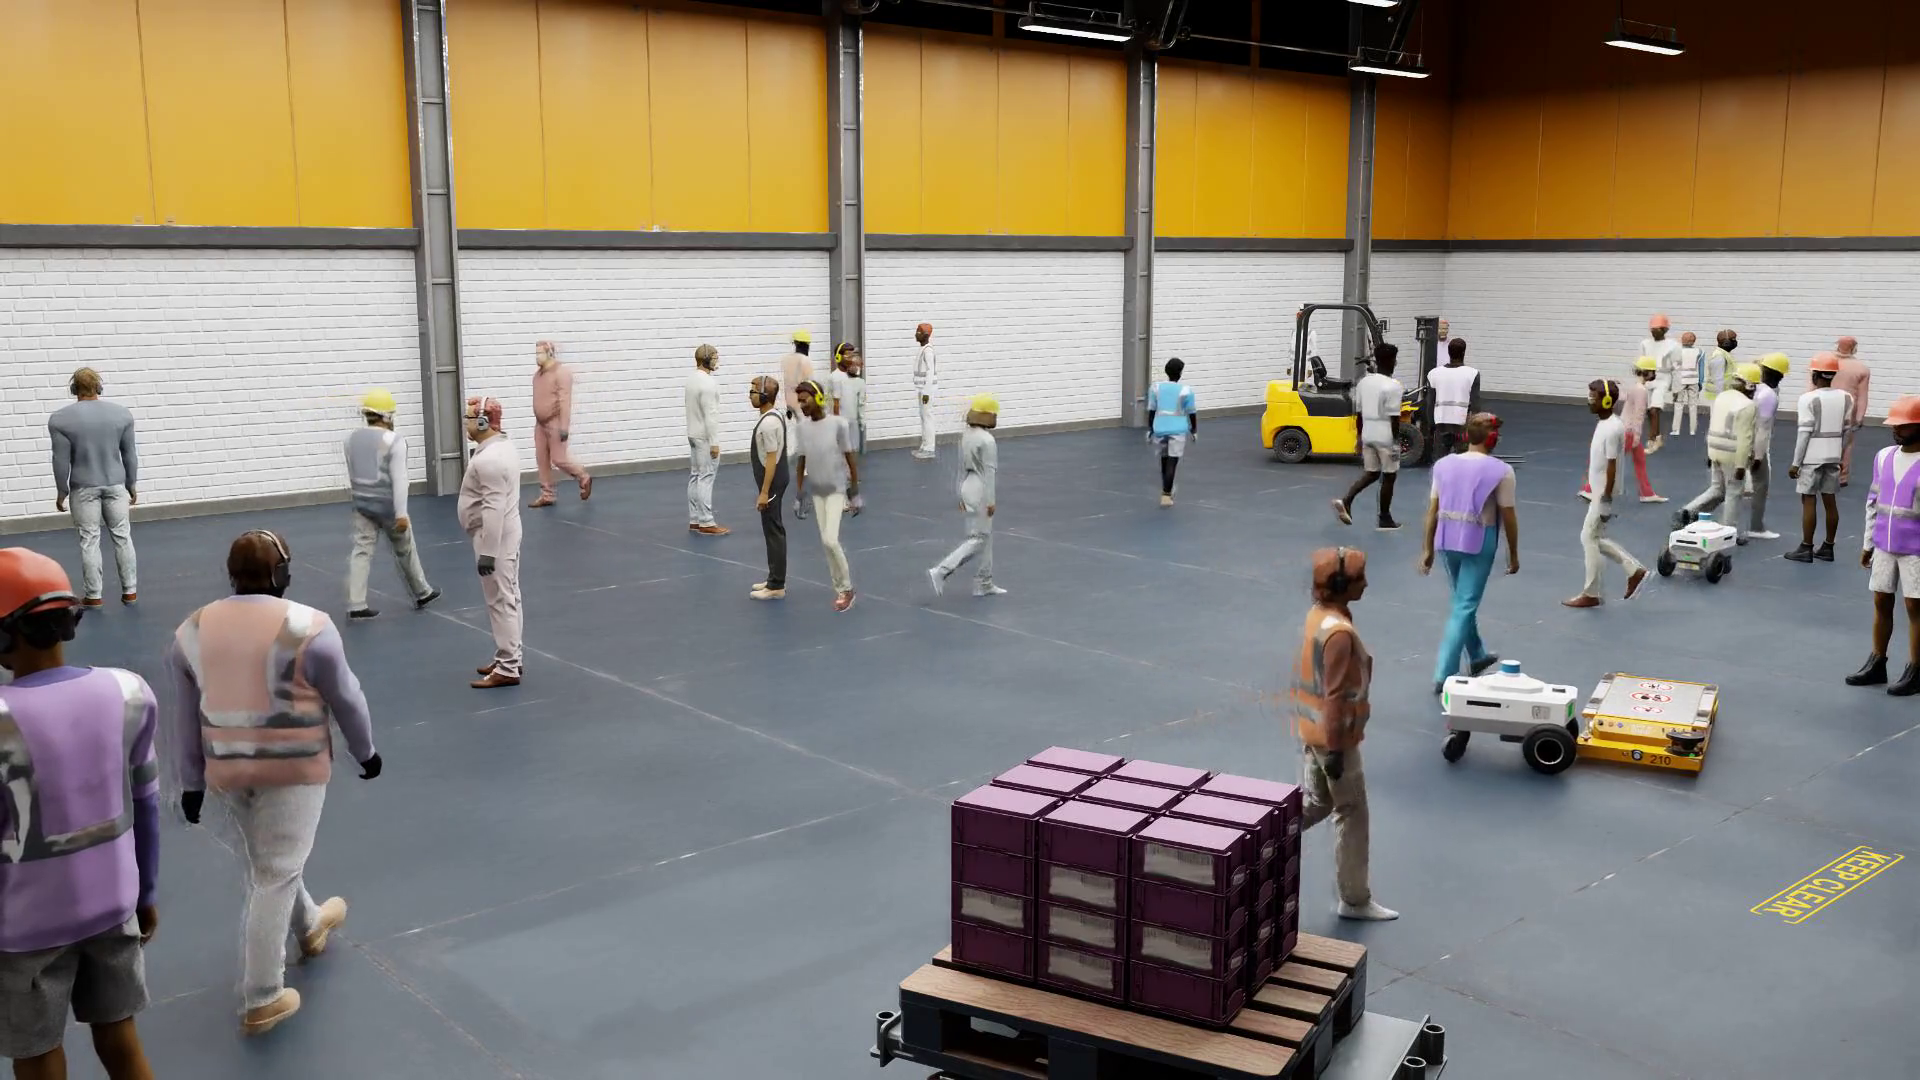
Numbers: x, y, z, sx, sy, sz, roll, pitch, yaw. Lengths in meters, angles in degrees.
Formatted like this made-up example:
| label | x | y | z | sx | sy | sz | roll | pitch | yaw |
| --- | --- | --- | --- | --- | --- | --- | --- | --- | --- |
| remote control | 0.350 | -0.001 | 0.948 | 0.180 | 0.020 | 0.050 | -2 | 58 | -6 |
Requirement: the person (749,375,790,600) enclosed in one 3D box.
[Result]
| label | x | y | z | sx | sy | sz | roll | pitch | yaw |
| --- | --- | --- | --- | --- | --- | --- | --- | --- | --- |
| person | -1.578 | -0.430 | 13.671 | 0.344 | 1.847 | 0.504 | 0 | 10 | 0 |

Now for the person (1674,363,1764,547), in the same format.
| label | x | y | z | sx | sy | sz | roll | pitch | yaw |
| --- | --- | --- | --- | --- | --- | --- | --- | --- | --- |
| person | 7.341 | -0.806 | 16.027 | 0.685 | 1.797 | 0.629 | -1 | 10 | -5 |

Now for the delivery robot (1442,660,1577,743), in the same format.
| label | x | y | z | sx | sy | sz | roll | pitch | yaw |
| --- | --- | --- | --- | --- | --- | --- | --- | --- | --- |
| delivery robot | 3.065 | 0.916 | 9.294 | 0.707 | 0.478 | 0.477 | 4 | 10 | 21 |

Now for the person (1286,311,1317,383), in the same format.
| label | x | y | z | sx | sy | sz | roll | pitch | yaw |
| --- | --- | --- | --- | --- | --- | --- | --- | --- | --- |
| person | 5.801 | -2.954 | 28.341 | 0.355 | 1.884 | 0.576 | -7 | 12 | -37 |

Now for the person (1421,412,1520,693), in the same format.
| label | x | y | z | sx | sy | sz | roll | pitch | yaw |
| --- | --- | --- | --- | --- | --- | --- | --- | --- | --- |
| person | 3.397 | 0.071 | 10.859 | 0.906 | 1.799 | 0.564 | -7 | 12 | -37 |

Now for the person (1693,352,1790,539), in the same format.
| label | x | y | z | sx | sy | sz | roll | pitch | yaw |
| --- | --- | --- | --- | --- | --- | --- | --- | --- | --- |
| person | 7.761 | -0.932 | 16.488 | 0.800 | 1.883 | 0.671 | -1 | 10 | -4 |

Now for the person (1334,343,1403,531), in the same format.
| label | x | y | z | sx | sy | sz | roll | pitch | yaw |
| --- | --- | --- | --- | --- | --- | --- | --- | --- | --- |
| person | 4.233 | -1.042 | 16.967 | 0.679 | 1.946 | 0.611 | -5 | 11 | -25 |

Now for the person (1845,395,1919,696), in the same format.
| label | x | y | z | sx | sy | sz | roll | pitch | yaw |
| --- | --- | --- | --- | --- | --- | --- | --- | --- | --- |
| person | 6.046 | 0.034 | 10.691 | 0.374 | 1.935 | 0.552 | -4 | 11 | -24 |

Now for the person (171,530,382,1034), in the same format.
| label | x | y | z | sx | sy | sz | roll | pitch | yaw |
| --- | --- | --- | --- | --- | --- | --- | --- | --- | --- |
| person | -2.553 | 0.850 | 6.319 | 0.622 | 1.792 | 0.965 | 2 | 10 | 11 |

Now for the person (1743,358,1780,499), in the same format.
| label | x | y | z | sx | sy | sz | roll | pitch | yaw |
| --- | --- | --- | --- | --- | --- | --- | --- | --- | --- |
| person | 9.258 | -1.291 | 19.336 | 0.506 | 1.632 | 0.265 | -2 | 10 | -13 |

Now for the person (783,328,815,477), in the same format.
| label | x | y | z | sx | sy | sz | roll | pitch | yaw |
| --- | --- | --- | --- | --- | --- | --- | --- | --- | --- |
| person | -2.066 | -1.725 | 21.066 | 0.672 | 1.905 | 0.590 | -7 | 12 | -34 |

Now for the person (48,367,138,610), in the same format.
| label | x | y | z | sx | sy | sz | roll | pitch | yaw |
| --- | --- | --- | --- | --- | --- | --- | --- | --- | --- |
| person | -6.896 | -0.407 | 13.288 | 0.627 | 1.933 | 0.373 | -8 | 12 | -39 |

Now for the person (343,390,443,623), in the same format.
| label | x | y | z | sx | sy | sz | roll | pitch | yaw |
| --- | --- | --- | --- | --- | --- | --- | --- | --- | --- |
| person | -4.477 | -0.278 | 12.964 | 0.619 | 1.780 | 0.917 | 4 | 10 | 22 |

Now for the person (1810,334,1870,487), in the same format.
| label | x | y | z | sx | sy | sz | roll | pitch | yaw |
| --- | --- | --- | --- | --- | --- | --- | --- | --- | --- |
| person | 10.586 | -1.539 | 20.078 | 0.650 | 1.878 | 0.811 | 6 | 12 | 33 |

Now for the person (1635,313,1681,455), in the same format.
| label | x | y | z | sx | sy | sz | roll | pitch | yaw |
| --- | --- | --- | --- | --- | --- | --- | --- | --- | --- |
| person | 9.969 | -2.233 | 23.796 | 0.713 | 2.036 | 0.623 | -7 | 12 | -35 |

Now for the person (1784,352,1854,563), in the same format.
| label | x | y | z | sx | sy | sz | roll | pitch | yaw |
| --- | --- | --- | --- | --- | --- | --- | --- | --- | --- |
| person | 7.894 | -0.756 | 15.310 | 0.542 | 1.939 | 0.364 | -2 | 10 | -13 |

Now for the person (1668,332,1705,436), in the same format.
| label | x | y | z | sx | sy | sz | roll | pitch | yaw |
| --- | --- | --- | --- | --- | --- | --- | --- | --- | --- |
| person | 11.363 | -2.436 | 26.029 | 0.523 | 1.637 | 0.311 | 1 | 10 | 8 |

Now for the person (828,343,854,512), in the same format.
| label | x | y | z | sx | sy | sz | roll | pitch | yaw |
| --- | --- | --- | --- | --- | --- | --- | --- | --- | --- |
| person | -1.299 | -1.245 | 18.390 | 0.325 | 1.865 | 0.516 | 1 | 10 | 5 |

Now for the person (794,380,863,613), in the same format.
| label | x | y | z | sx | sy | sz | roll | pitch | yaw |
| --- | --- | --- | --- | --- | --- | --- | --- | --- | --- |
| person | -1.079 | -0.342 | 13.159 | 0.555 | 1.836 | 0.523 | 5 | 11 | 28 |

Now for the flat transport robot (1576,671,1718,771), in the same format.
| label | x | y | z | sx | sy | sz | roll | pitch | yaw |
| --- | --- | --- | --- | --- | --- | --- | --- | --- | --- |
| flat transport robot | 4.036 | 1.031 | 9.720 | 0.652 | 0.197 | 1.431 | 5 | 11 | 27 |

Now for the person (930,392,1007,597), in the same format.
| label | x | y | z | sx | sy | sz | roll | pitch | yaw |
| --- | --- | --- | --- | --- | --- | --- | --- | --- | --- |
| person | 0.080 | -0.347 | 13.597 | 0.692 | 1.720 | 0.493 | -4 | 10 | -22 |

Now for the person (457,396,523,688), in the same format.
| label | x | y | z | sx | sy | sz | roll | pitch | yaw |
| --- | --- | --- | --- | --- | --- | --- | --- | --- | --- |
| person | -3.077 | 0.012 | 10.905 | 0.402 | 1.911 | 0.638 | -1 | 10 | -6 |

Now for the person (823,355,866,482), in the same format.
| label | x | y | z | sx | sy | sz | roll | pitch | yaw |
| --- | --- | --- | --- | --- | --- | --- | --- | --- | --- |
| person | -1.455 | -1.481 | 20.519 | 0.627 | 1.609 | 0.309 | -4 | 11 | -24 |

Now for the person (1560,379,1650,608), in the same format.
| label | x | y | z | sx | sy | sz | roll | pitch | yaw |
| --- | --- | --- | --- | --- | --- | --- | --- | --- | --- |
| person | 5.167 | -0.360 | 13.231 | 0.572 | 1.853 | 0.522 | 3 | 10 | 17 |

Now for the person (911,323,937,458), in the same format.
| label | x | y | z | sx | sy | sz | roll | pitch | yaw |
| --- | --- | --- | --- | --- | --- | --- | --- | --- | --- |
| person | -0.499 | -2.089 | 23.275 | 0.351 | 1.884 | 0.582 | -2 | 10 | -10 |

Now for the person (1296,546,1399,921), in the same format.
| label | x | y | z | sx | sy | sz | roll | pitch | yaw |
| --- | --- | --- | --- | --- | --- | --- | --- | --- | --- |
| person | 1.505 | 0.819 | 7.032 | 0.677 | 1.620 | 0.521 | 1 | 10 | 4 |

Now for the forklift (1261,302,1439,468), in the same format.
| label | x | y | z | sx | sy | sz | roll | pitch | yaw |
| --- | --- | --- | --- | --- | --- | --- | --- | --- | --- |
| forklift | 5.320 | -2.157 | 22.763 | 2.313 | 2.155 | 1.214 | 3 | 10 | 16 |

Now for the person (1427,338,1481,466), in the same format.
| label | x | y | z | sx | sy | sz | roll | pitch | yaw |
| --- | --- | --- | --- | --- | --- | --- | --- | --- | --- |
| person | 5.425 | -1.258 | 18.307 | 0.588 | 1.920 | 0.390 | 6 | 12 | 33 |

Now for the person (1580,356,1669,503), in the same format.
| label | x | y | z | sx | sy | sz | roll | pitch | yaw |
| --- | --- | --- | --- | --- | --- | --- | --- | --- | --- |
| person | 7.570 | -1.247 | 18.896 | 0.975 | 1.699 | 0.534 | 2 | 10 | 13 |

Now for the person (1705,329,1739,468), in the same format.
| label | x | y | z | sx | sy | sz | roll | pitch | yaw |
| --- | --- | --- | --- | --- | --- | --- | --- | --- | --- |
| person | 10.152 | -1.874 | 22.135 | 0.429 | 1.847 | 0.625 | 5 | 11 | 29 |

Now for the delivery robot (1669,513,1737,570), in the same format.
| label | x | y | z | sx | sy | sz | roll | pitch | yaw |
| --- | --- | --- | --- | --- | --- | --- | --- | --- | --- |
| delivery robot | 6.534 | 0.007 | 14.614 | 0.707 | 0.478 | 0.477 | -9 | 13 | -43 |

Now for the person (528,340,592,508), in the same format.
| label | x | y | z | sx | sy | sz | roll | pitch | yaw |
| --- | --- | --- | --- | --- | --- | --- | --- | --- | --- |
| person | -4.542 | -1.310 | 18.711 | 0.654 | 1.884 | 0.647 | 8 | 13 | 40 |

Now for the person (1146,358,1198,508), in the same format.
| label | x | y | z | sx | sy | sz | roll | pitch | yaw |
| --- | --- | --- | --- | --- | --- | --- | --- | --- | --- |
| person | 2.437 | -1.222 | 18.830 | 0.554 | 1.654 | 0.830 | 5 | 11 | 28 |

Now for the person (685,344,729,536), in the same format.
| label | x | y | z | sx | sy | sz | roll | pitch | yaw |
| --- | --- | --- | --- | --- | --- | --- | --- | --- | --- |
| person | -2.580 | -1.012 | 16.806 | 0.355 | 1.937 | 0.634 | -5 | 11 | -27 |

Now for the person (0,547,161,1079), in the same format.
| label | x | y | z | sx | sy | sz | roll | pitch | yaw |
| --- | --- | --- | --- | --- | --- | --- | --- | --- | --- |
| person | -2.509 | 1.027 | 4.616 | 0.409 | 2.032 | 0.608 | 5 | 11 | 28 |

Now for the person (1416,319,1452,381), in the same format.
| label | x | y | z | sx | sy | sz | roll | pitch | yaw |
| --- | --- | --- | --- | --- | --- | --- | --- | --- | --- |
| person | 7.006 | -2.285 | 24.364 | 0.652 | 1.904 | 0.402 | -2 | 10 | -12 |
